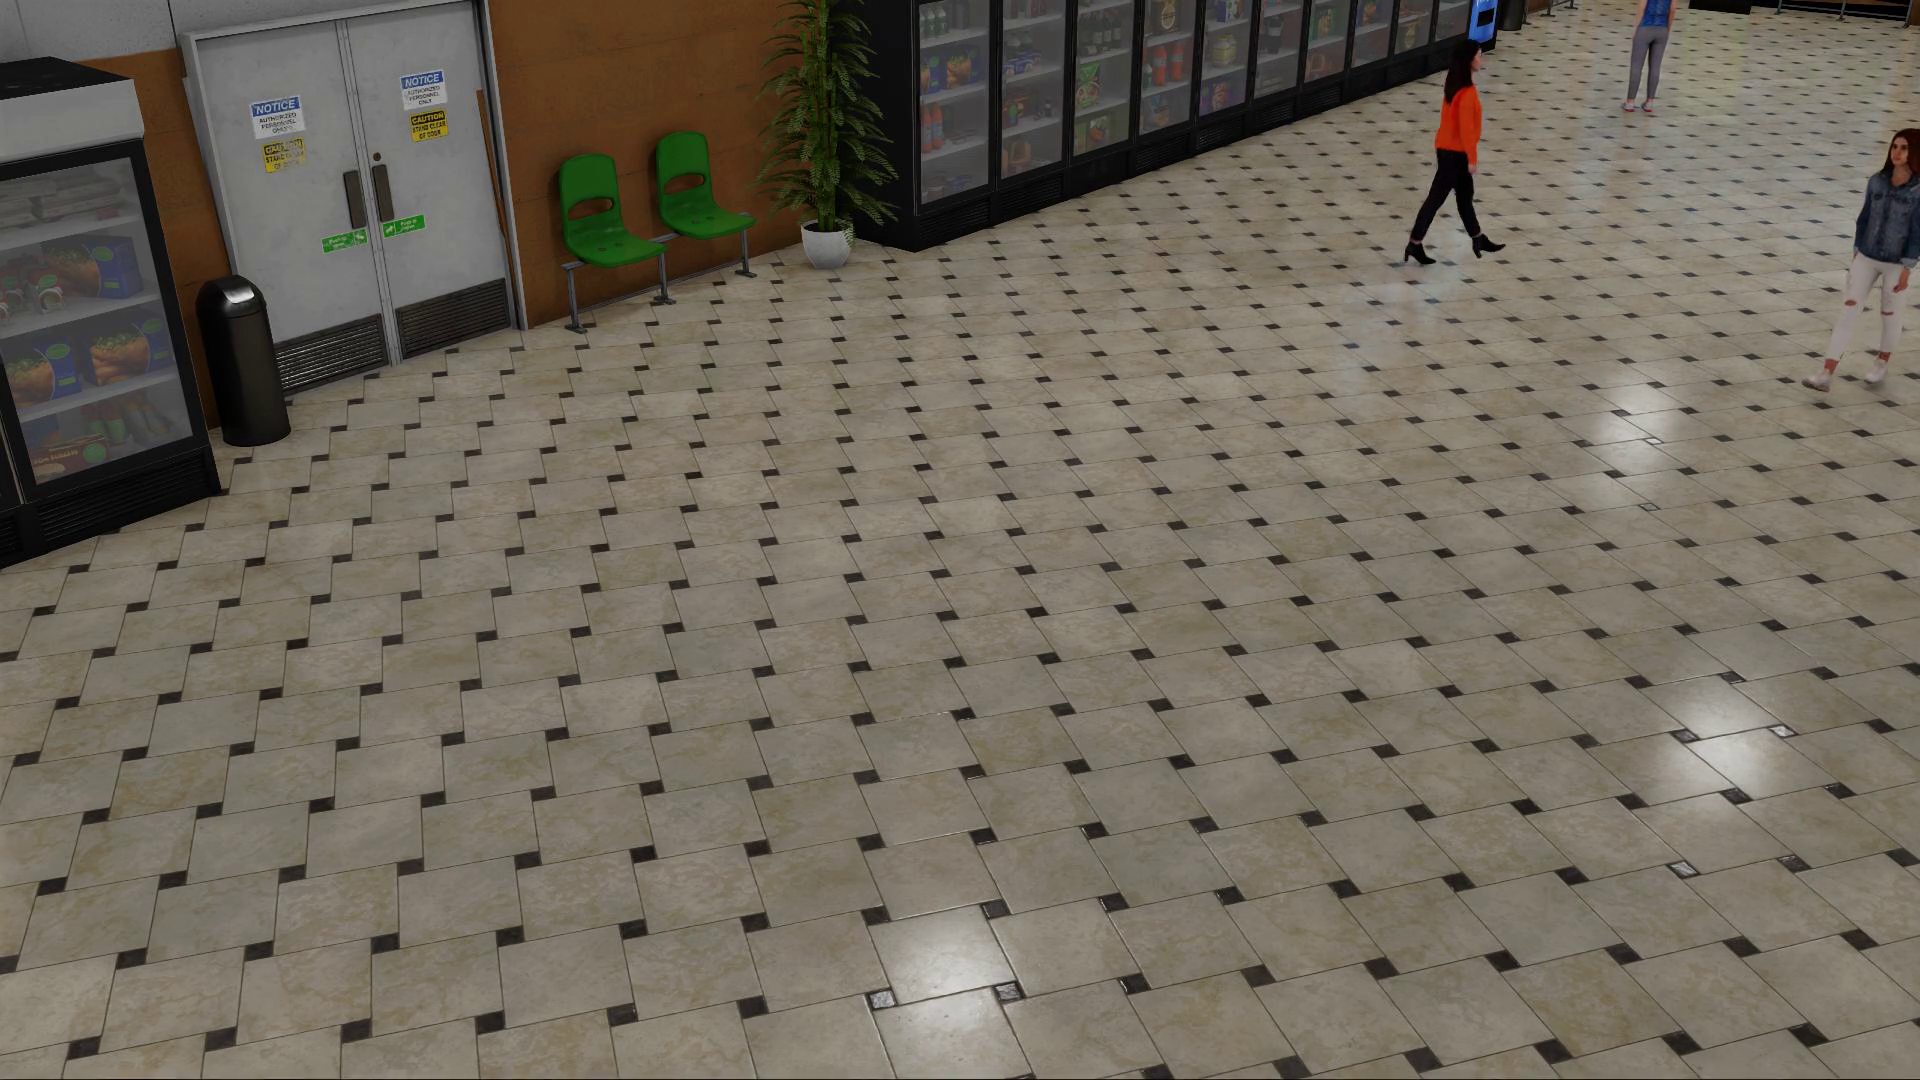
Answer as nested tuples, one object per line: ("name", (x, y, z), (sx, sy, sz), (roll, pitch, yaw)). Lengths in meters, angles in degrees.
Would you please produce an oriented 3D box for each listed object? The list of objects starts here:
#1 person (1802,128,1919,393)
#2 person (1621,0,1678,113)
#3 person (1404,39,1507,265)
("person", (5.846, -1.723, 10.432), (0.855, 1.654, 1.083), (-19, 32, -33))
("person", (7.375, -5.404, 17.741), (0.641, 1.608, 0.706), (-1, 27, -2))
("person", (3.690, -2.938, 12.757), (1.125, 1.717, 0.983), (2, 27, 5))
